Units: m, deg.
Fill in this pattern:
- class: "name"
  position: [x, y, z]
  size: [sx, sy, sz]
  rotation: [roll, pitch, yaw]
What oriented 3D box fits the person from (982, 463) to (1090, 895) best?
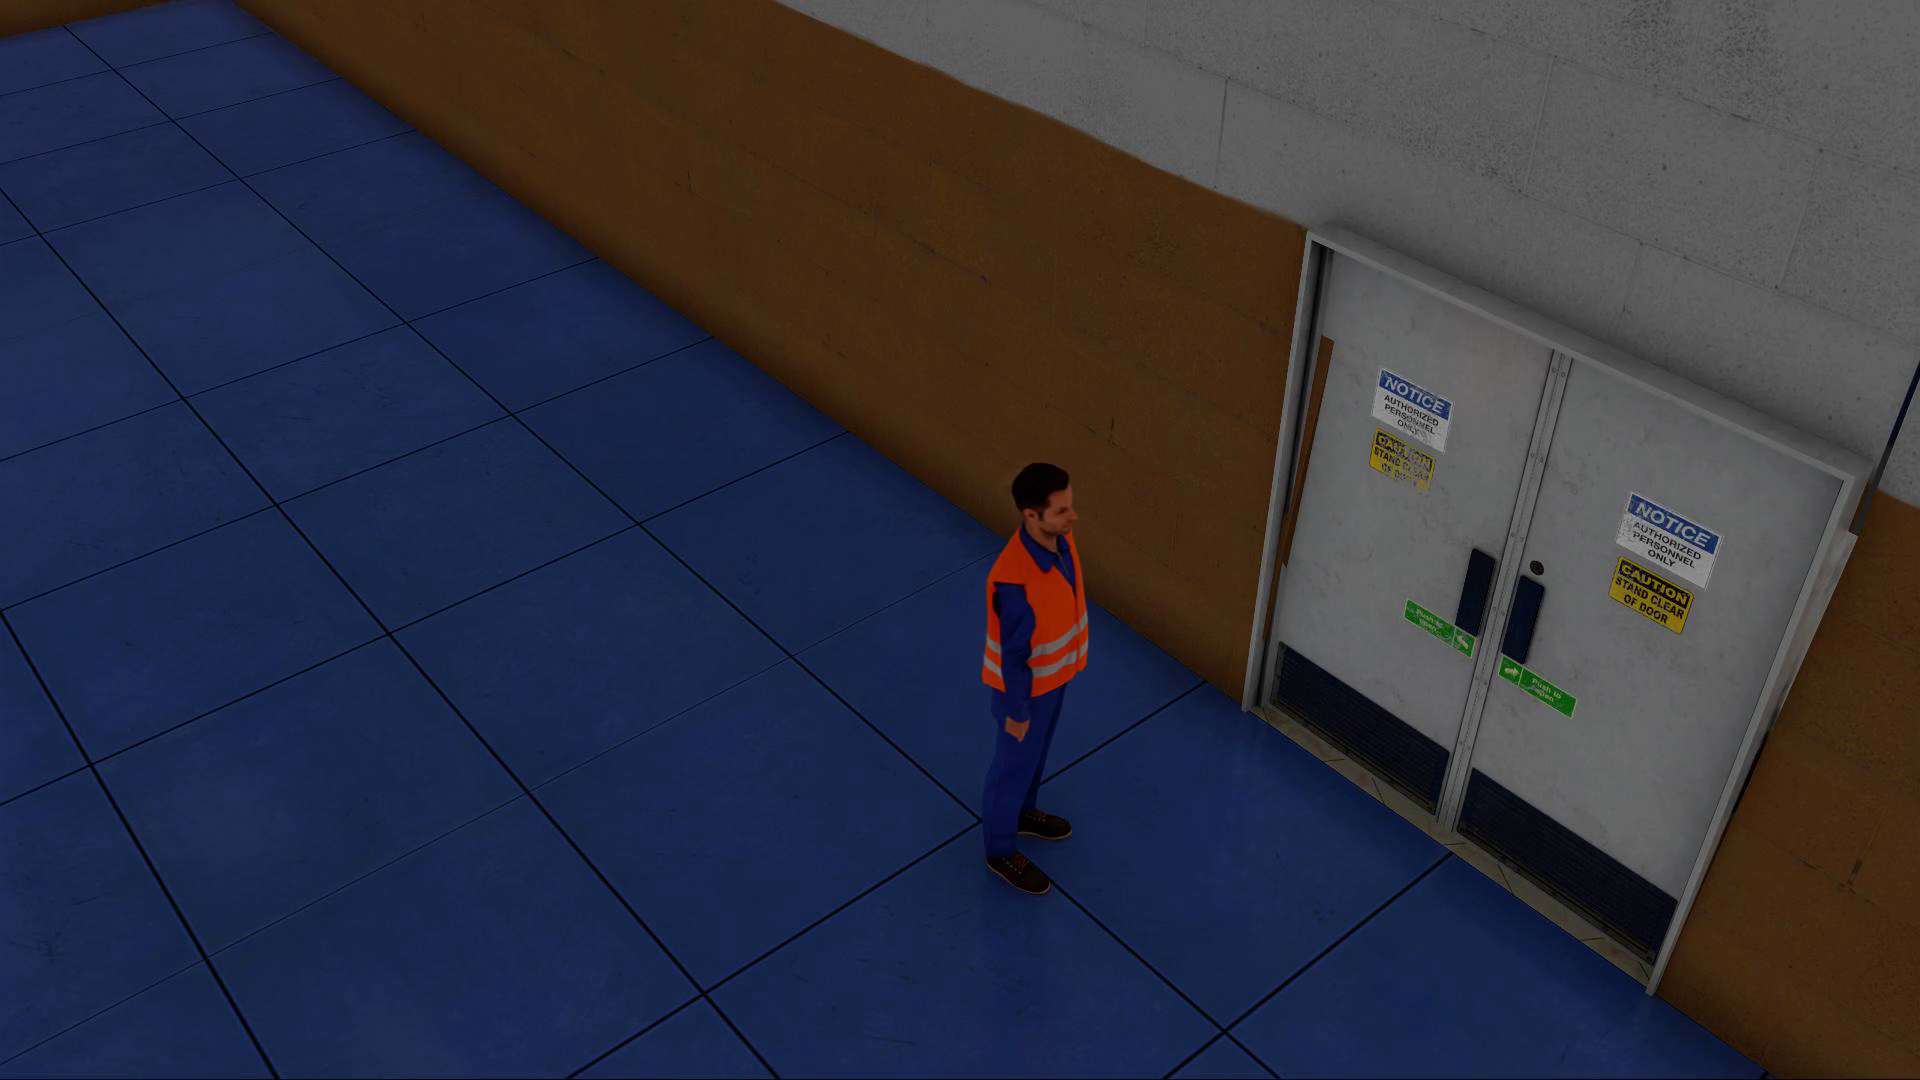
- class: "person"
  position: [0.264, 0.487, 6.073]
  size: [0.853, 1.862, 0.727]
  rotation: [13, 39, 17]
